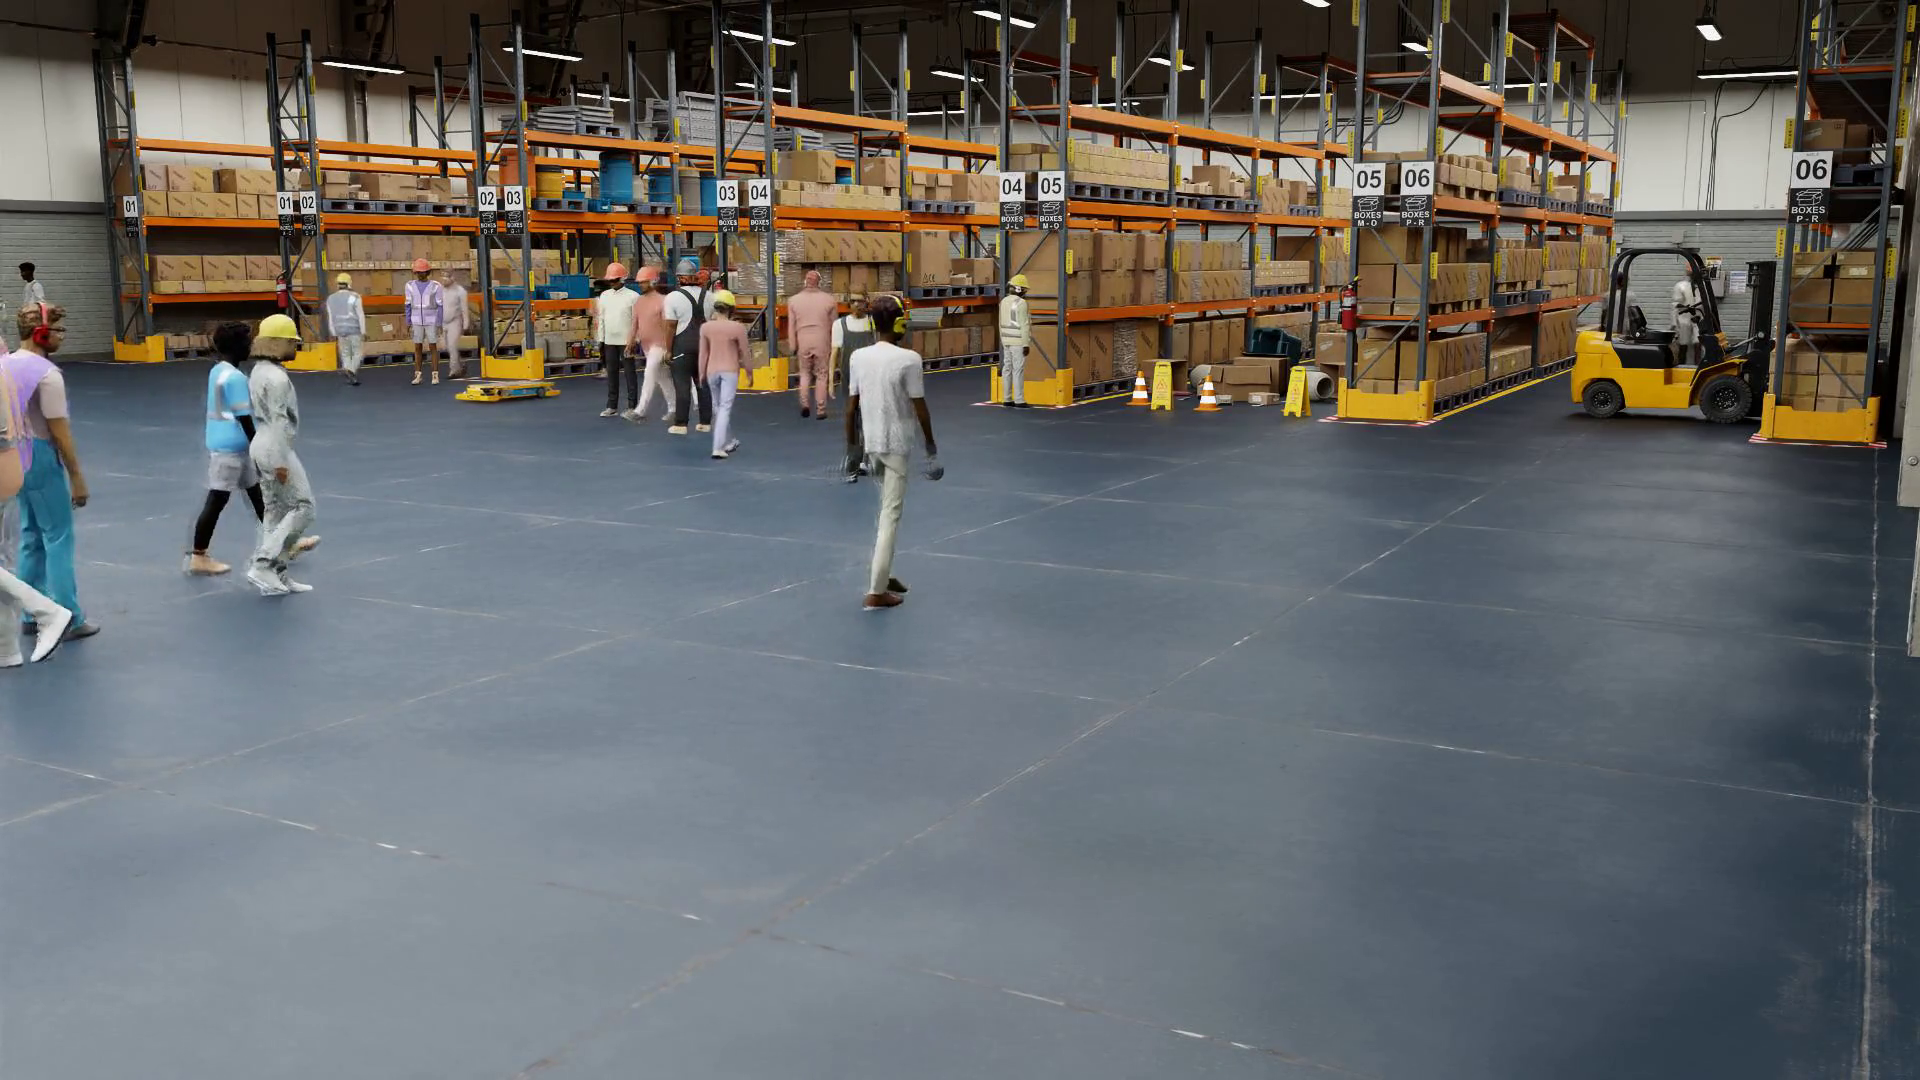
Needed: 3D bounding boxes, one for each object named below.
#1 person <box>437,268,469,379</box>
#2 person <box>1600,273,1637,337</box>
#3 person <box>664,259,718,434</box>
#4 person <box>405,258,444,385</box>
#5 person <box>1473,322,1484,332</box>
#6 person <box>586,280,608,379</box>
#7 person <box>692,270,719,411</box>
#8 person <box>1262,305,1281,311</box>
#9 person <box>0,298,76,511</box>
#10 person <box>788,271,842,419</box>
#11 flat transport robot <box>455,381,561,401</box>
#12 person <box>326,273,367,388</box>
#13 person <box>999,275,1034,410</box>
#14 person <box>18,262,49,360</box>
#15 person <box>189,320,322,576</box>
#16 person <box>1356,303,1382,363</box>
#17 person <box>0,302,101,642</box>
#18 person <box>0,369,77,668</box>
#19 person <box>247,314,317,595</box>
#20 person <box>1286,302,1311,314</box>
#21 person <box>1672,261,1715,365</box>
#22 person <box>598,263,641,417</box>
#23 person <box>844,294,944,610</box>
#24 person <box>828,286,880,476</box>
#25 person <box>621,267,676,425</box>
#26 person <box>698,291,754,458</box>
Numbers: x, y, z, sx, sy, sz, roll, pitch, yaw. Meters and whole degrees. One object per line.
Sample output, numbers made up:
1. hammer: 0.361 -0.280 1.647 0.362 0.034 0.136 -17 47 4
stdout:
1. person: -8.630 -3.682 28.277 0.679 1.879 0.748 3 10 16
2. person: 10.300 -3.279 26.102 0.537 1.829 0.963 5 11 26
3. person: -3.205 -2.266 19.505 0.683 2.000 0.537 -9 13 -42
4. person: -8.619 -3.501 26.762 0.605 2.034 0.387 -1 10 -5
5. person: 10.388 -4.421 32.625 0.671 1.870 0.882 3 10 17
6. person: -6.077 -3.529 27.978 0.552 1.669 0.706 5 11 27
7. person: -3.417 -2.666 22.312 0.574 1.882 0.351 3 10 19
8. person: 6.967 -5.107 37.427 0.772 1.608 0.521 -9 13 -41
9. person: -7.665 -1.080 13.122 1.008 1.861 0.662 -5 11 -25
10. person: -1.845 -2.483 21.241 0.653 1.890 0.534 1 10 7
11. flat transport robot: -6.542 -2.171 24.122 0.652 0.197 1.431 6 11 31
12. person: -9.634 -3.290 26.174 0.607 1.811 0.467 2 10 9
13. person: 0.765 -2.679 22.567 0.404 1.821 0.589 -6 11 -31
14. person: -16.937 -4.093 30.435 0.374 1.960 0.609 -9 13 -44
15. person: -4.687 -0.609 10.926 0.894 1.645 0.544 -6 11 -31
16. person: 6.691 -3.562 27.400 0.551 1.934 0.373 5 11 29
17. person: -4.946 -0.356 8.938 0.585 1.832 0.452 7 12 36
18. person: -4.833 -0.273 8.274 0.513 1.898 0.598 -5 11 -28
19. person: -4.135 -0.505 10.124 0.361 1.724 0.488 -7 12 -37
20. person: 7.726 -5.348 38.055 0.593 1.878 0.942 7 12 35
21. person: 11.763 -3.471 26.711 0.620 1.992 1.001 3 10 20
22. person: -4.382 -2.559 21.386 0.610 1.985 0.392 3 10 17
23. person: -0.357 -0.522 9.865 0.521 1.848 0.665 8 12 39
24. person: -0.986 -1.530 15.930 0.534 1.791 0.985 0 10 1
25. person: -3.835 -2.415 20.686 0.600 1.941 1.027 9 13 44
26. person: -2.427 -1.721 17.274 0.543 1.713 0.921 3 10 17
